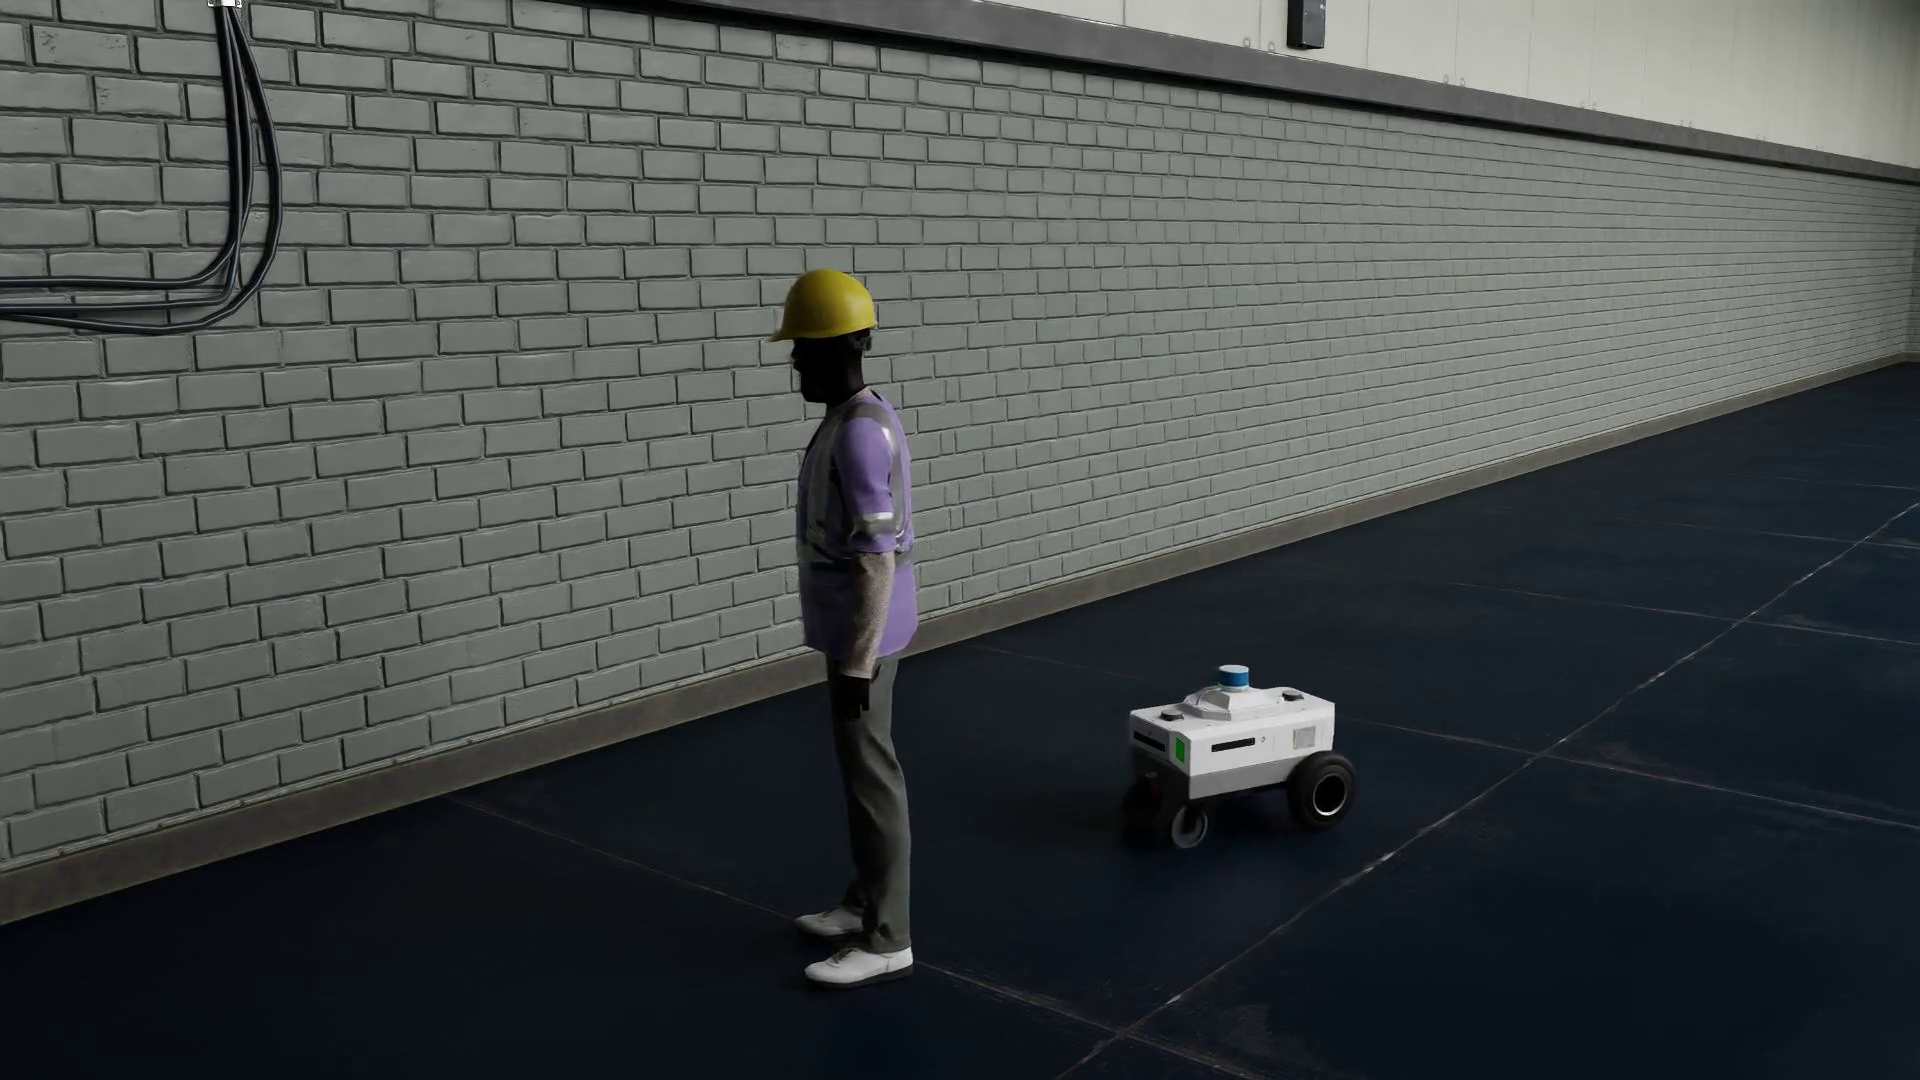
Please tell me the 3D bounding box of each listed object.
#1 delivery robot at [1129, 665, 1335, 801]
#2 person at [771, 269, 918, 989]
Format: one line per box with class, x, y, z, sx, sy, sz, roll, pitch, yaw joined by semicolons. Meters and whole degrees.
delivery robot;0.939;0.675;5.746;0.707;0.478;0.477;-5;12;-28
person;-0.306;0.241;4.502;0.383;1.923;0.590;-1;10;-6
